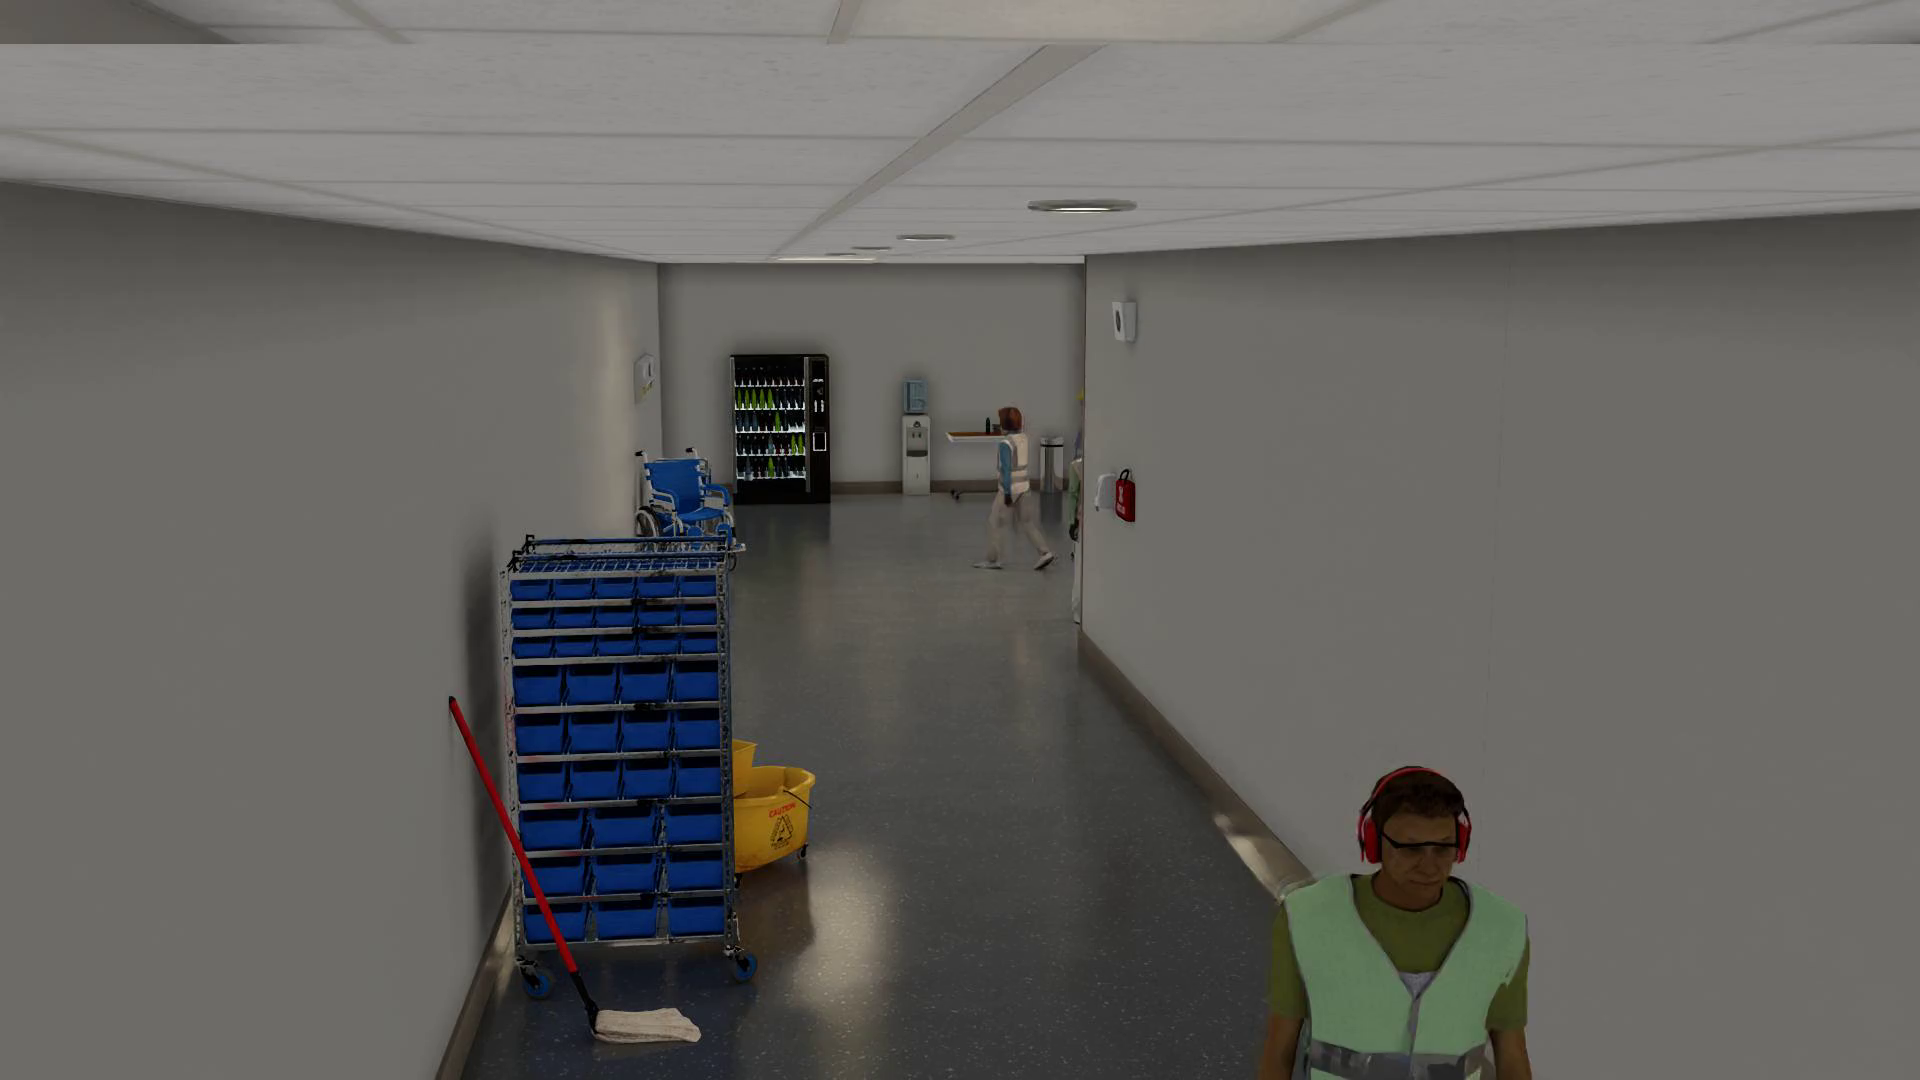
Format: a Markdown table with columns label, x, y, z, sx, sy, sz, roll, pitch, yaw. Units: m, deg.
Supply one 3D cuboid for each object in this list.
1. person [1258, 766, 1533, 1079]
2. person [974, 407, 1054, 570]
| label | x | y | z | sx | sy | sz | roll | pitch | yaw |
| --- | --- | --- | --- | --- | --- | --- | --- | --- | --- |
| person | 0.972 | 1.395 | 3.657 | 0.606 | 1.824 | 0.605 | -1 | 9 | -4 |
| person | 0.545 | -0.495 | 16.153 | 0.758 | 1.606 | 0.523 | 5 | 10 | 30 |
